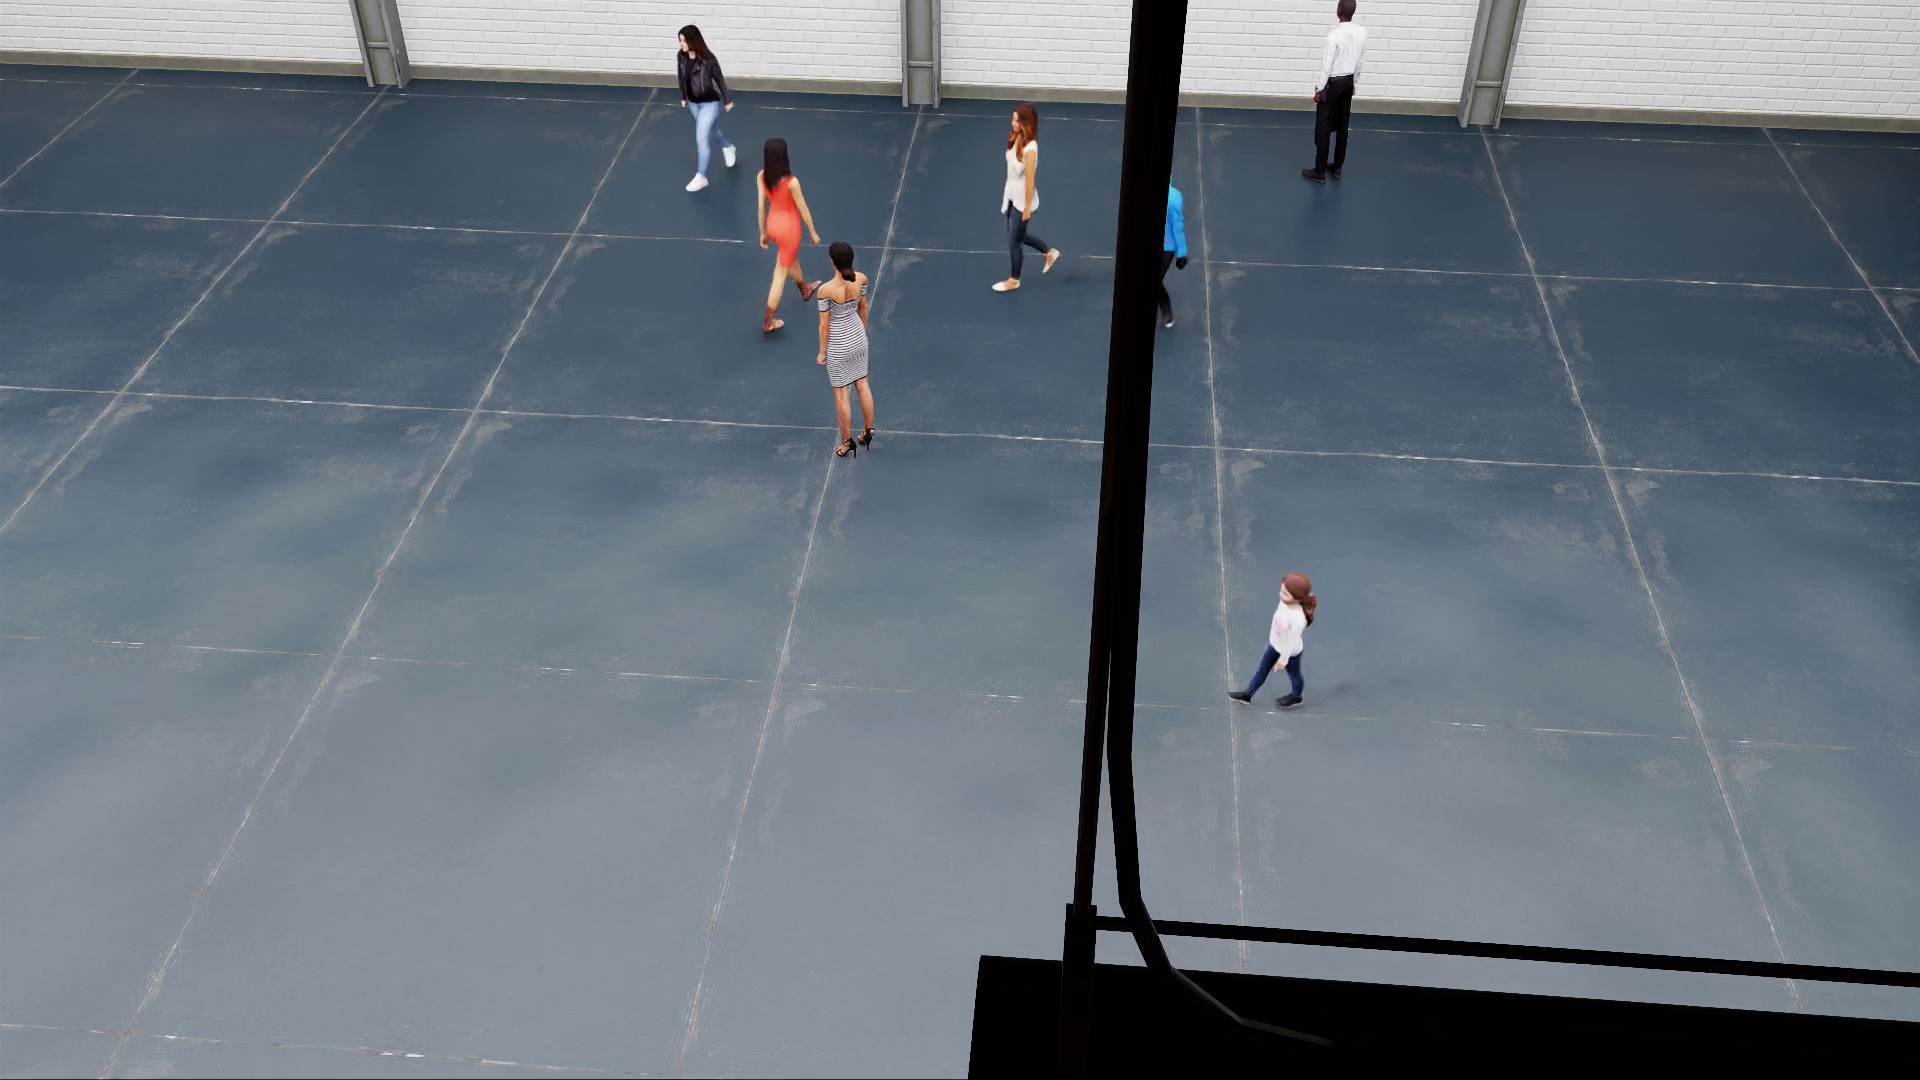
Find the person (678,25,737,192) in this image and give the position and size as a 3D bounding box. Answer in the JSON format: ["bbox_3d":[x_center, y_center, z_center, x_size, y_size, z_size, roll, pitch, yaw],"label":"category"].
[{"bbox_3d":[-2.453,-4.291,16.317,1.158,1.590,1.074,17,42,20],"label":"person"}]

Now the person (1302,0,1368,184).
[{"bbox_3d":[3.680,-4.402,16.260,0.658,1.836,0.778,-18,42,-21],"label":"person"}]

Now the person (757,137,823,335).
[{"bbox_3d":[-1.524,-2.529,14.049,1.149,1.669,1.035,23,44,26],"label":"person"}]

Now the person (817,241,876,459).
[{"bbox_3d":[-0.854,-1.434,12.555,0.668,1.822,0.736,-26,45,-29],"label":"person"}]

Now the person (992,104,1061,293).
[{"bbox_3d":[0.619,-2.981,14.534,0.953,1.770,0.765,-8,39,-9],"label":"person"}]

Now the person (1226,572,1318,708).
[{"bbox_3d":[2.121,0.650,10.532,0.784,1.090,0.605,-9,40,-11],"label":"person"}]
